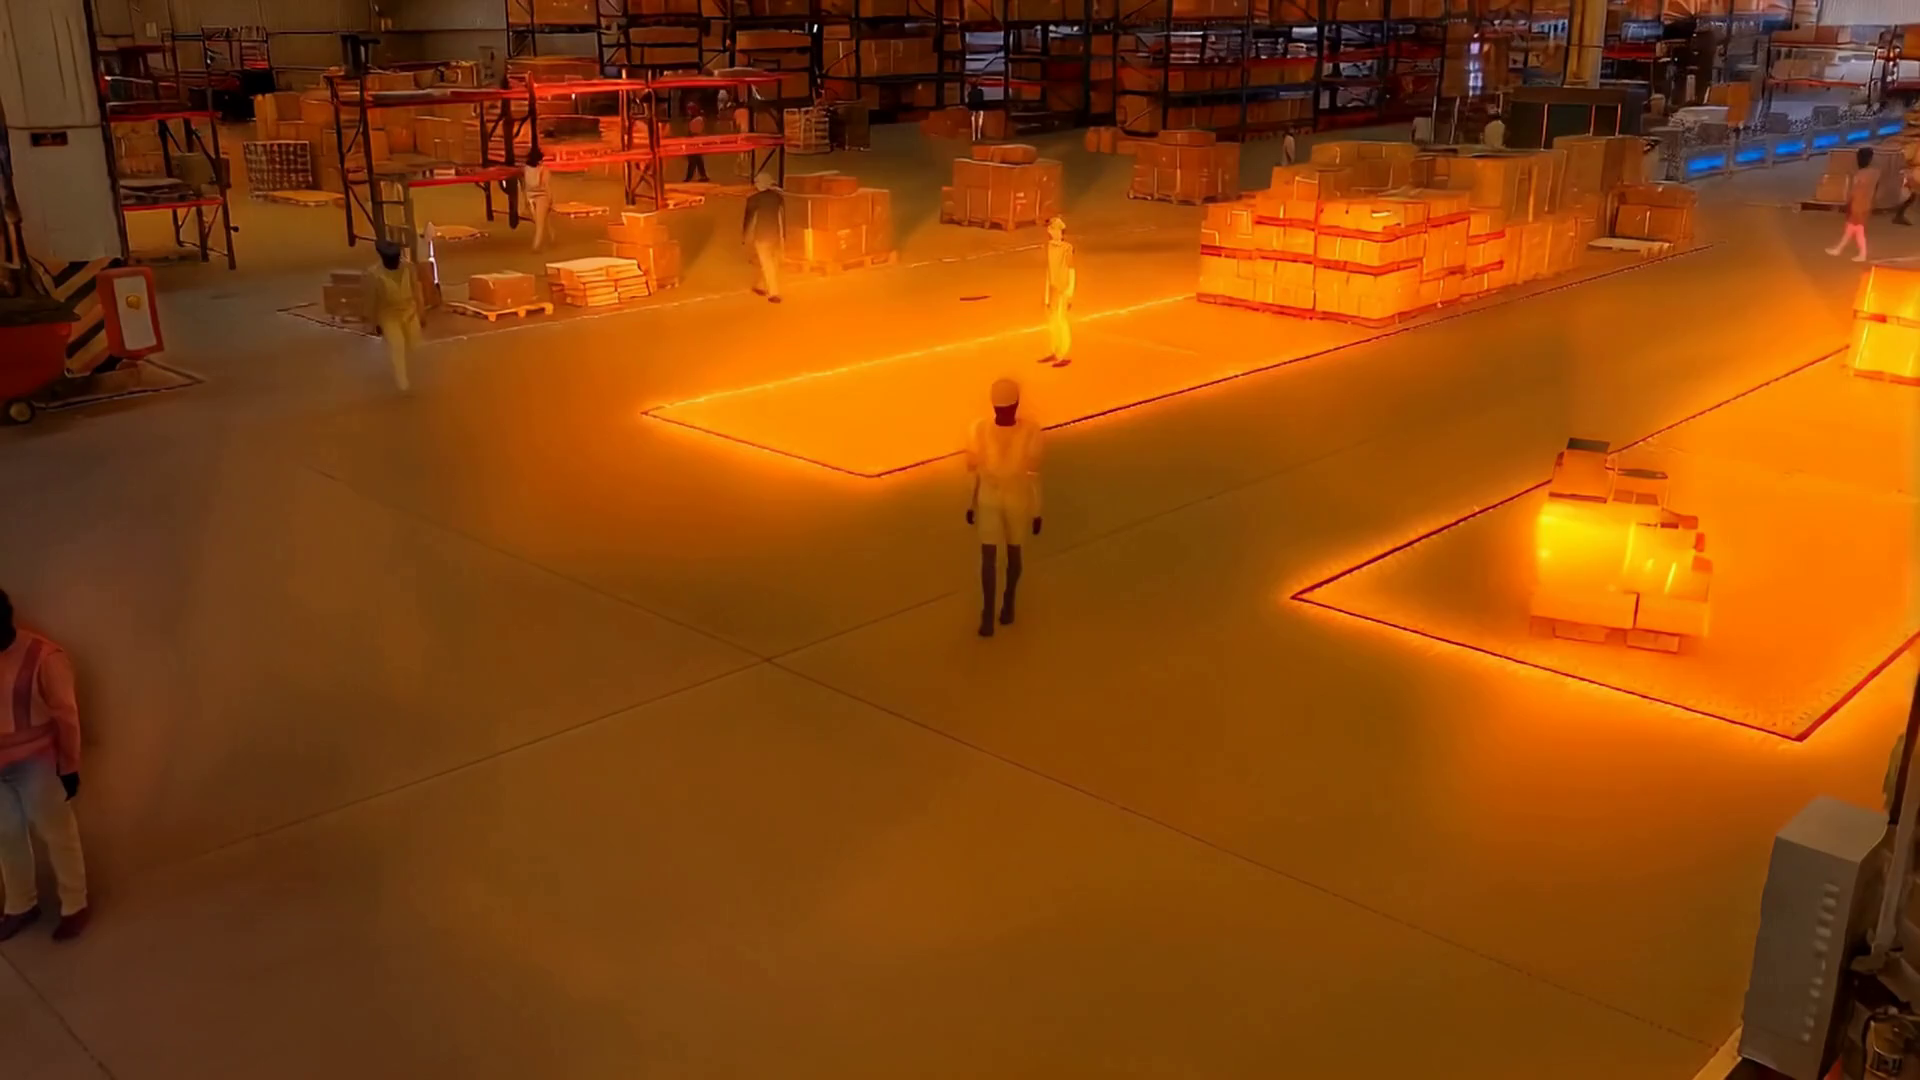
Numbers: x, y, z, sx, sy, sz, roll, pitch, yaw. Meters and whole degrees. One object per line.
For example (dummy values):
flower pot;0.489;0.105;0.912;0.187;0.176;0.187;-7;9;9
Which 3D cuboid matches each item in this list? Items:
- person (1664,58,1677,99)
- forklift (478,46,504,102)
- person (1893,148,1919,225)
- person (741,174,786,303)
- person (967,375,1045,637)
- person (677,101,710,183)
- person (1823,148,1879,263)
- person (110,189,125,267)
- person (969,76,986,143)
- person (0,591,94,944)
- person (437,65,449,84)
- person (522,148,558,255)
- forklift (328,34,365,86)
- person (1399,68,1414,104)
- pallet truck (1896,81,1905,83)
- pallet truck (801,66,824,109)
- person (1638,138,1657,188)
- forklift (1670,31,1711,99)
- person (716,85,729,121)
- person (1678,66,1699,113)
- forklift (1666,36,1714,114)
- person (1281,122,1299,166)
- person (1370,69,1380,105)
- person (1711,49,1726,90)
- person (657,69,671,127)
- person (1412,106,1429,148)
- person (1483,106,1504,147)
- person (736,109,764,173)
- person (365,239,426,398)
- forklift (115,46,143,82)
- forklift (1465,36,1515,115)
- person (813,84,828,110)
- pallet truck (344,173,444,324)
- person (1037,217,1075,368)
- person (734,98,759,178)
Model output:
person;30.163;-19.554;70.502;0.536;1.725;0.889;16;24;41
forklift;-14.397;-13.832;51.456;1.129;2.768;1.873;17;25;41
person;19.112;-7.189;32.981;0.769;1.914;0.551;16;24;40
person;-2.951;-4.547;25.035;0.649;1.886;1.016;-13;22;-35
person;0.313;-0.230;11.984;0.578;1.908;0.808;2;19;7
person;-6.416;-9.505;39.732;0.871;2.000;0.760;-3;19;-8
person;15.360;-5.776;28.658;0.638;1.927;0.912;-13;22;-34
person;-13.627;-5.044;26.491;0.476;1.916;0.592;-14;23;-35
person;0.551;-13.138;50.749;0.397;1.992;0.623;-15;24;-39
person;-4.593;1.100;8.091;0.633;1.841;0.429;2;18;5
person;-18.328;-15.938;59.273;0.364;1.935;0.553;5;19;15
person;-7.489;-6.056;29.670;0.595;1.842;0.979;7;20;21
forklift;-23.590;-18.256;64.784;1.129;2.768;1.873;17;25;41
person;16.690;-16.817;62.337;0.536;1.667;0.747;-9;21;-26
pallet truck;34.802;-16.331;61.455;0.653;1.274;1.630;17;25;41
pallet truck;-4.812;-15.182;56.903;0.823;1.965;1.885;-9;21;-26
person;13.562;-7.059;32.871;0.549;1.715;0.925;-15;24;-38
forklift;30.998;-19.869;69.645;1.873;2.768;1.129;4;19;12
person;-7.542;-13.842;53.370;0.640;1.676;0.537;10;21;27
person;26.225;-15.998;59.527;0.972;1.884;0.572;3;19;8
forklift;27.341;-17.291;61.877;1.129;2.768;1.873;17;25;41
person;6.926;-7.848;35.016;0.327;1.865;0.520;0;18;1
person;15.884;-17.180;63.527;0.521;1.603;0.664;-4;19;-12
person;34.025;-21.038;74.608;0.929;1.966;0.622;-17;25;-42
person;-10.086;-15.049;56.642;0.589;1.912;0.391;13;23;35
person;11.897;-10.450;43.255;0.531;1.595;0.793;-7;20;-20
person;12.390;-9.083;38.654;0.545;1.924;0.547;-12;22;-32
person;-5.338;-10.104;42.214;0.670;1.614;0.521;-14;23;-35
person;-6.498;-2.576;19.195;0.636;1.820;0.526;-16;24;-40
forklift;-25.769;-13.963;51.850;1.129;2.768;1.873;17;25;41
forklift;19.973;-17.201;61.605;1.873;2.768;1.129;16;24;40
person;-4.415;-13.618;52.750;0.513;1.641;0.307;2;19;7
pallet truck;-8.209;-4.181;23.757;0.823;1.965;1.885;3;19;9
person;1.215;-3.068;20.614;0.328;1.865;0.520;-12;22;-31
person;-5.336;-10.021;41.452;0.627;1.936;0.375;13;23;35
